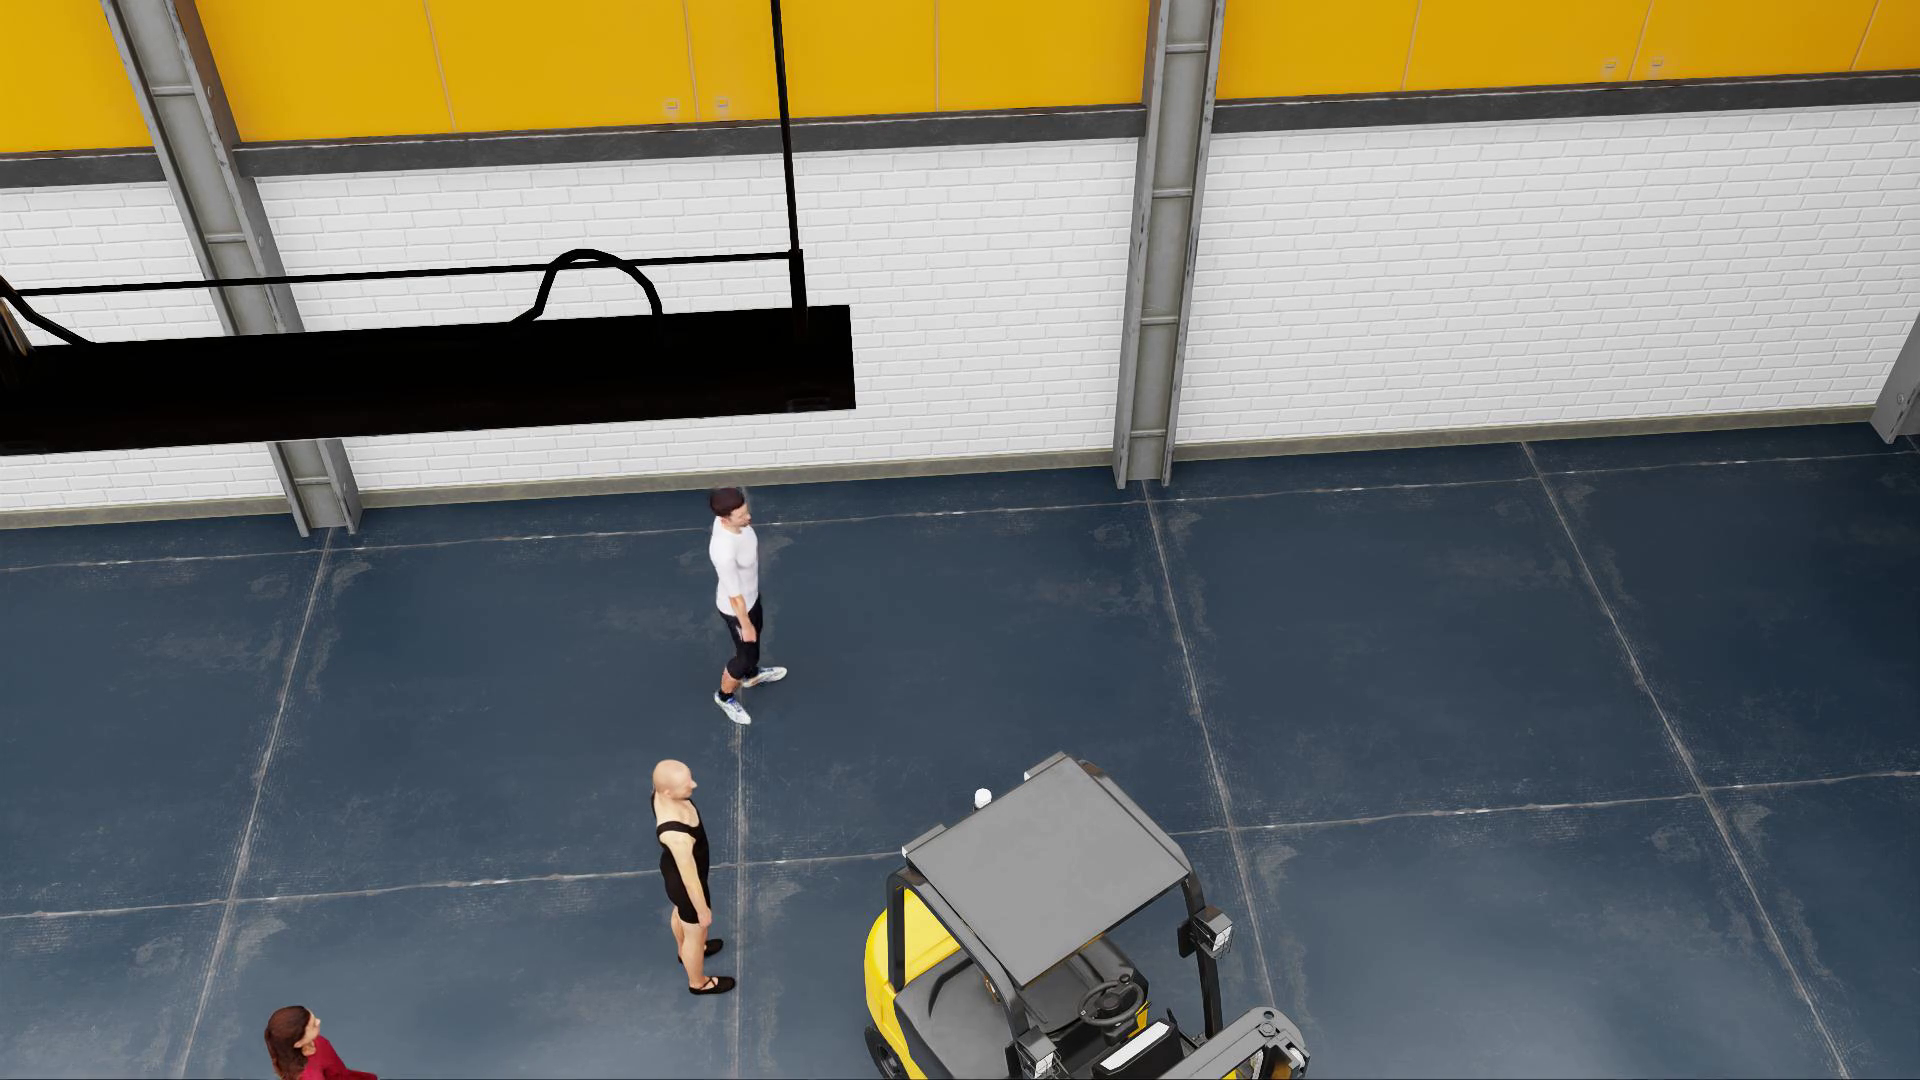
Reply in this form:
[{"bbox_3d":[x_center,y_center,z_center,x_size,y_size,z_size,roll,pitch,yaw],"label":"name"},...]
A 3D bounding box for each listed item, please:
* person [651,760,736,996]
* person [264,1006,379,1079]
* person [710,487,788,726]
[{"bbox_3d":[-1.470,1.786,8.874,0.590,1.814,0.699,-14,45,-14],"label":"person"},{"bbox_3d":[-3.142,2.779,8.052,1.149,1.511,0.884,-25,49,-24],"label":"person"},{"bbox_3d":[-1.383,0.355,10.350,0.701,1.851,0.731,-4,44,-4],"label":"person"}]
